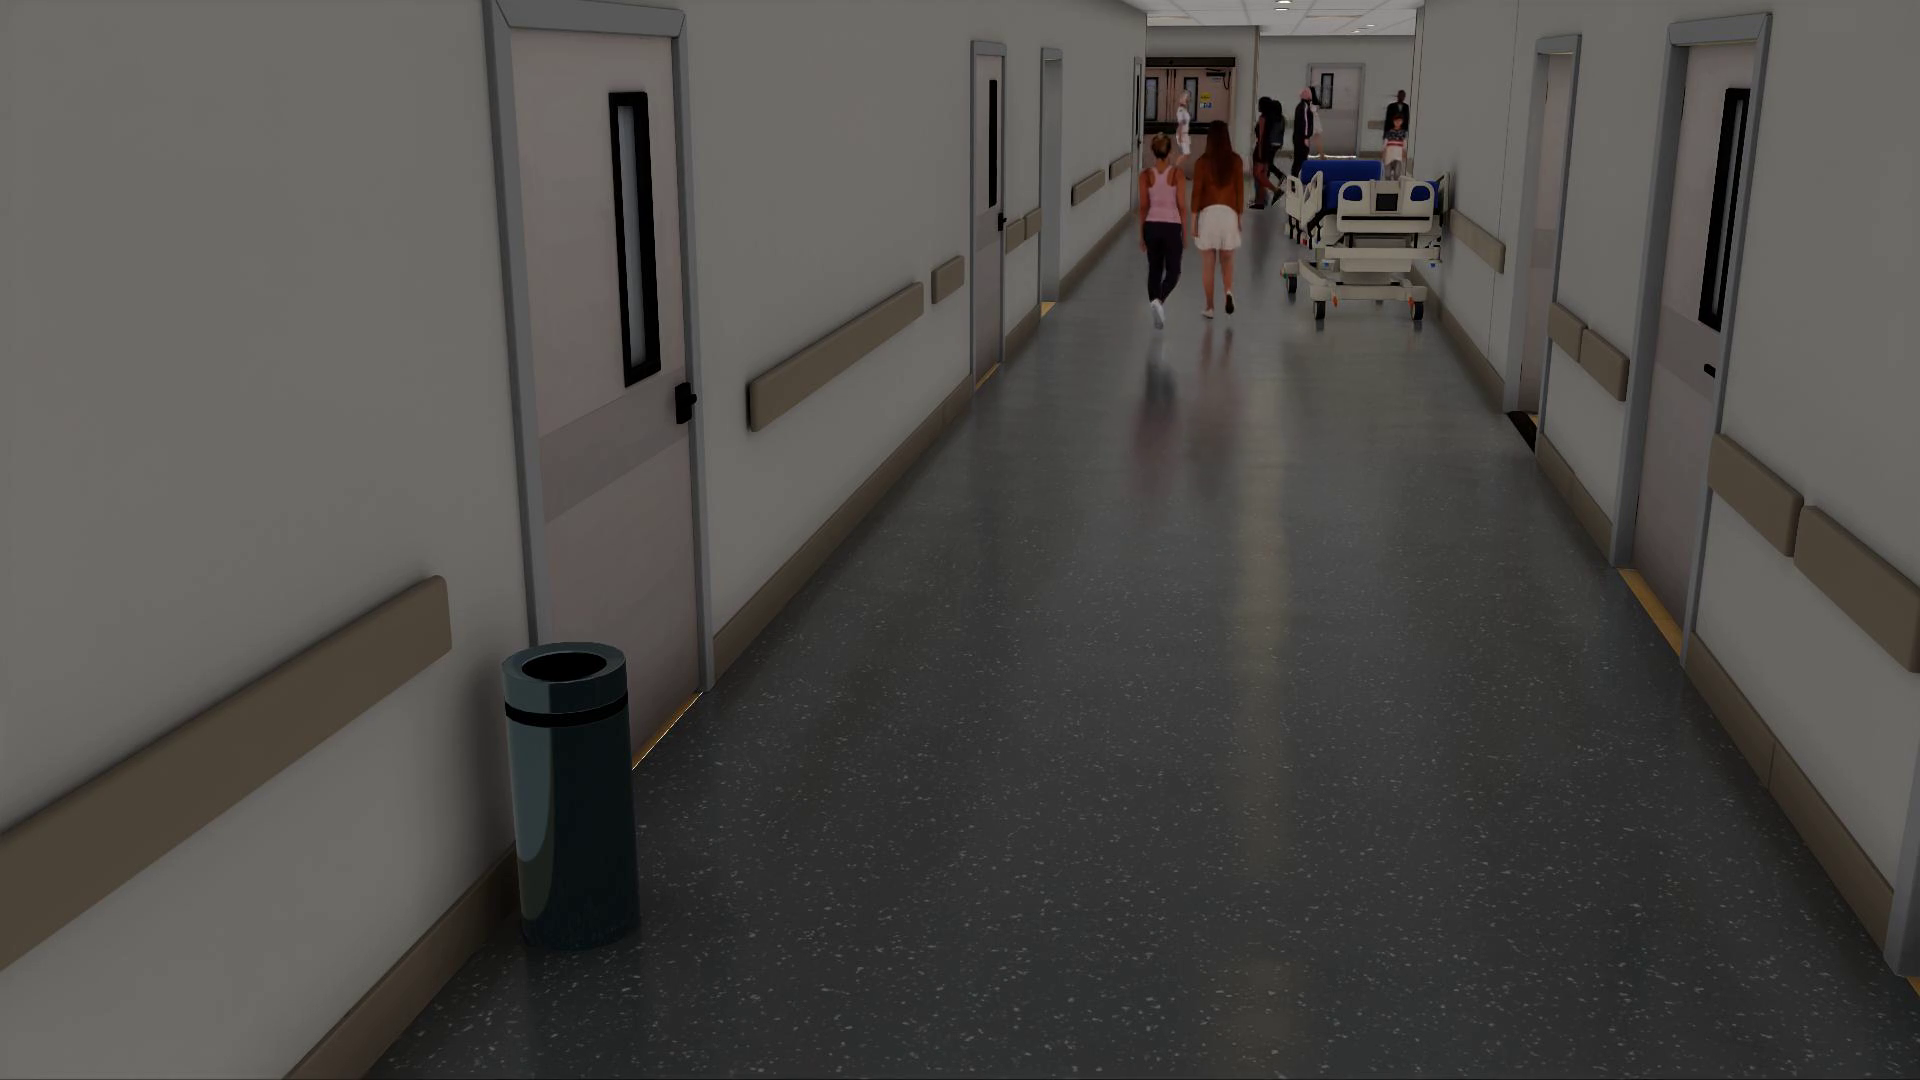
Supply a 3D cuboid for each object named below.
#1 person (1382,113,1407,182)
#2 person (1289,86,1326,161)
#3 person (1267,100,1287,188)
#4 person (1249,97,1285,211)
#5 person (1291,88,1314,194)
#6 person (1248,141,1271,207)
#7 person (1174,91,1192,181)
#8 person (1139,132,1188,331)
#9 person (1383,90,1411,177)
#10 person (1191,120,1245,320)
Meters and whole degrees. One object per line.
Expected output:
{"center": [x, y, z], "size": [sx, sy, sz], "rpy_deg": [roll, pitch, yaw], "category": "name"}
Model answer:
{"center": [7.446, -6.596, 28.594], "size": [0.931, 1.410, 0.653], "rpy_deg": [5, 16, 16], "category": "person"}
{"center": [8.426, -9.816, 39.428], "size": [1.229, 1.729, 0.952], "rpy_deg": [12, 20, 36], "category": "person"}
{"center": [5.871, -7.387, 31.095], "size": [1.094, 1.575, 0.978], "rpy_deg": [15, 22, 42], "category": "person"}
{"center": [4.825, -5.999, 25.912], "size": [0.906, 1.716, 0.776], "rpy_deg": [8, 18, 28], "category": "person"}
{"center": [6.090, -7.126, 29.690], "size": [0.674, 1.836, 0.734], "rpy_deg": [-2, 16, -5], "category": "person"}
{"center": [4.924, -5.994, 26.821], "size": [0.625, 1.213, 0.579], "rpy_deg": [6, 17, 20], "category": "person"}
{"center": [4.354, -8.032, 33.083], "size": [0.639, 1.739, 0.594], "rpy_deg": [4, 16, 14], "category": "person"}
{"center": [1.679, -2.553, 13.862], "size": [0.927, 1.624, 0.763], "rpy_deg": [7, 17, 22], "category": "person"}
{"center": [8.993, -8.397, 34.394], "size": [0.976, 1.729, 0.873], "rpy_deg": [-1, 16, -2], "category": "person"}
{"center": [2.264, -2.771, 14.470], "size": [0.790, 1.713, 0.782], "rpy_deg": [-1, 16, -3], "category": "person"}
